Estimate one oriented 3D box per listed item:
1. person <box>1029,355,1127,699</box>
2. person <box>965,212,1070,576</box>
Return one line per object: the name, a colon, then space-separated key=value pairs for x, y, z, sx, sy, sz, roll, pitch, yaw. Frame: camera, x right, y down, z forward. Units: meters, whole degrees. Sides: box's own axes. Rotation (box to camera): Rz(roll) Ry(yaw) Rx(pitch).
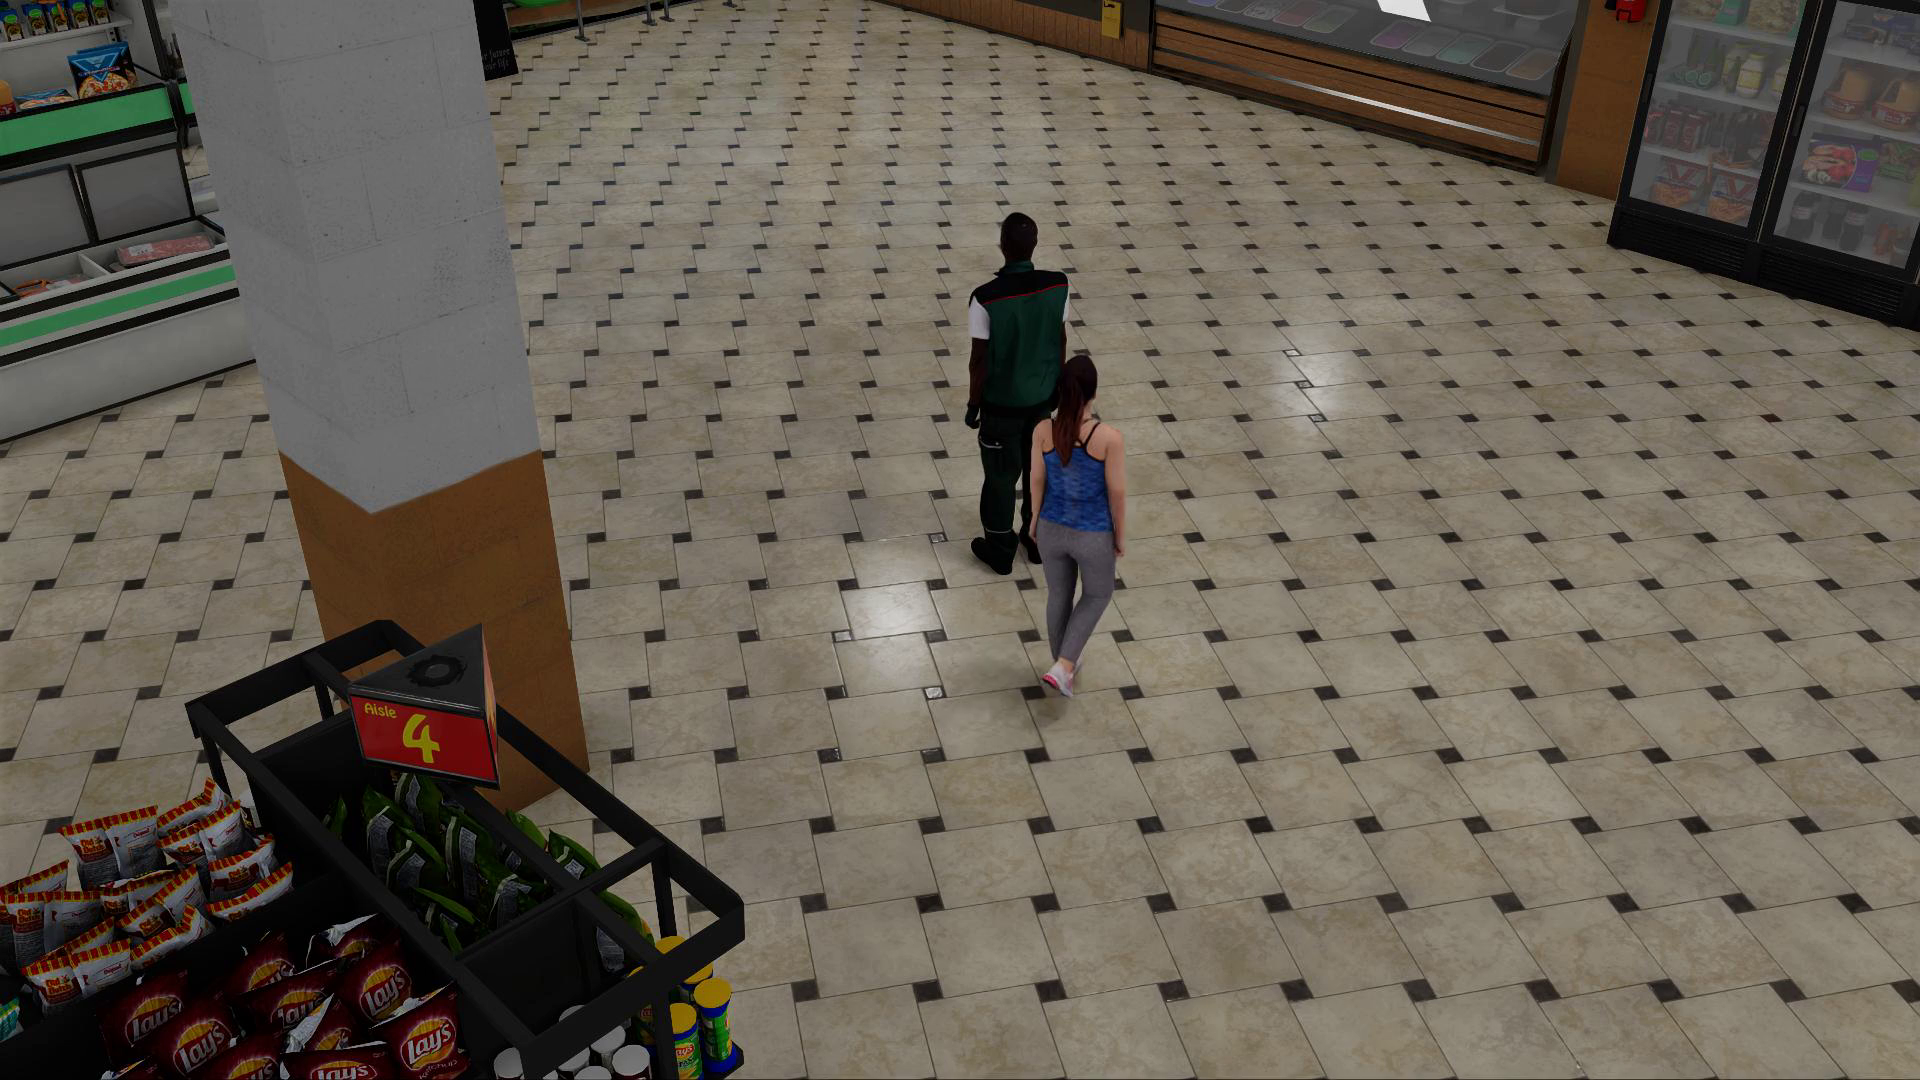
person: x=0.478 y=0.004 z=7.066 sx=0.751 sy=1.601 sz=0.856 roll=9 pitch=33 yaw=14
person: x=0.269 y=-0.682 z=7.943 sx=0.653 sy=1.839 sz=0.818 roll=-15 pitch=35 yaw=-23
